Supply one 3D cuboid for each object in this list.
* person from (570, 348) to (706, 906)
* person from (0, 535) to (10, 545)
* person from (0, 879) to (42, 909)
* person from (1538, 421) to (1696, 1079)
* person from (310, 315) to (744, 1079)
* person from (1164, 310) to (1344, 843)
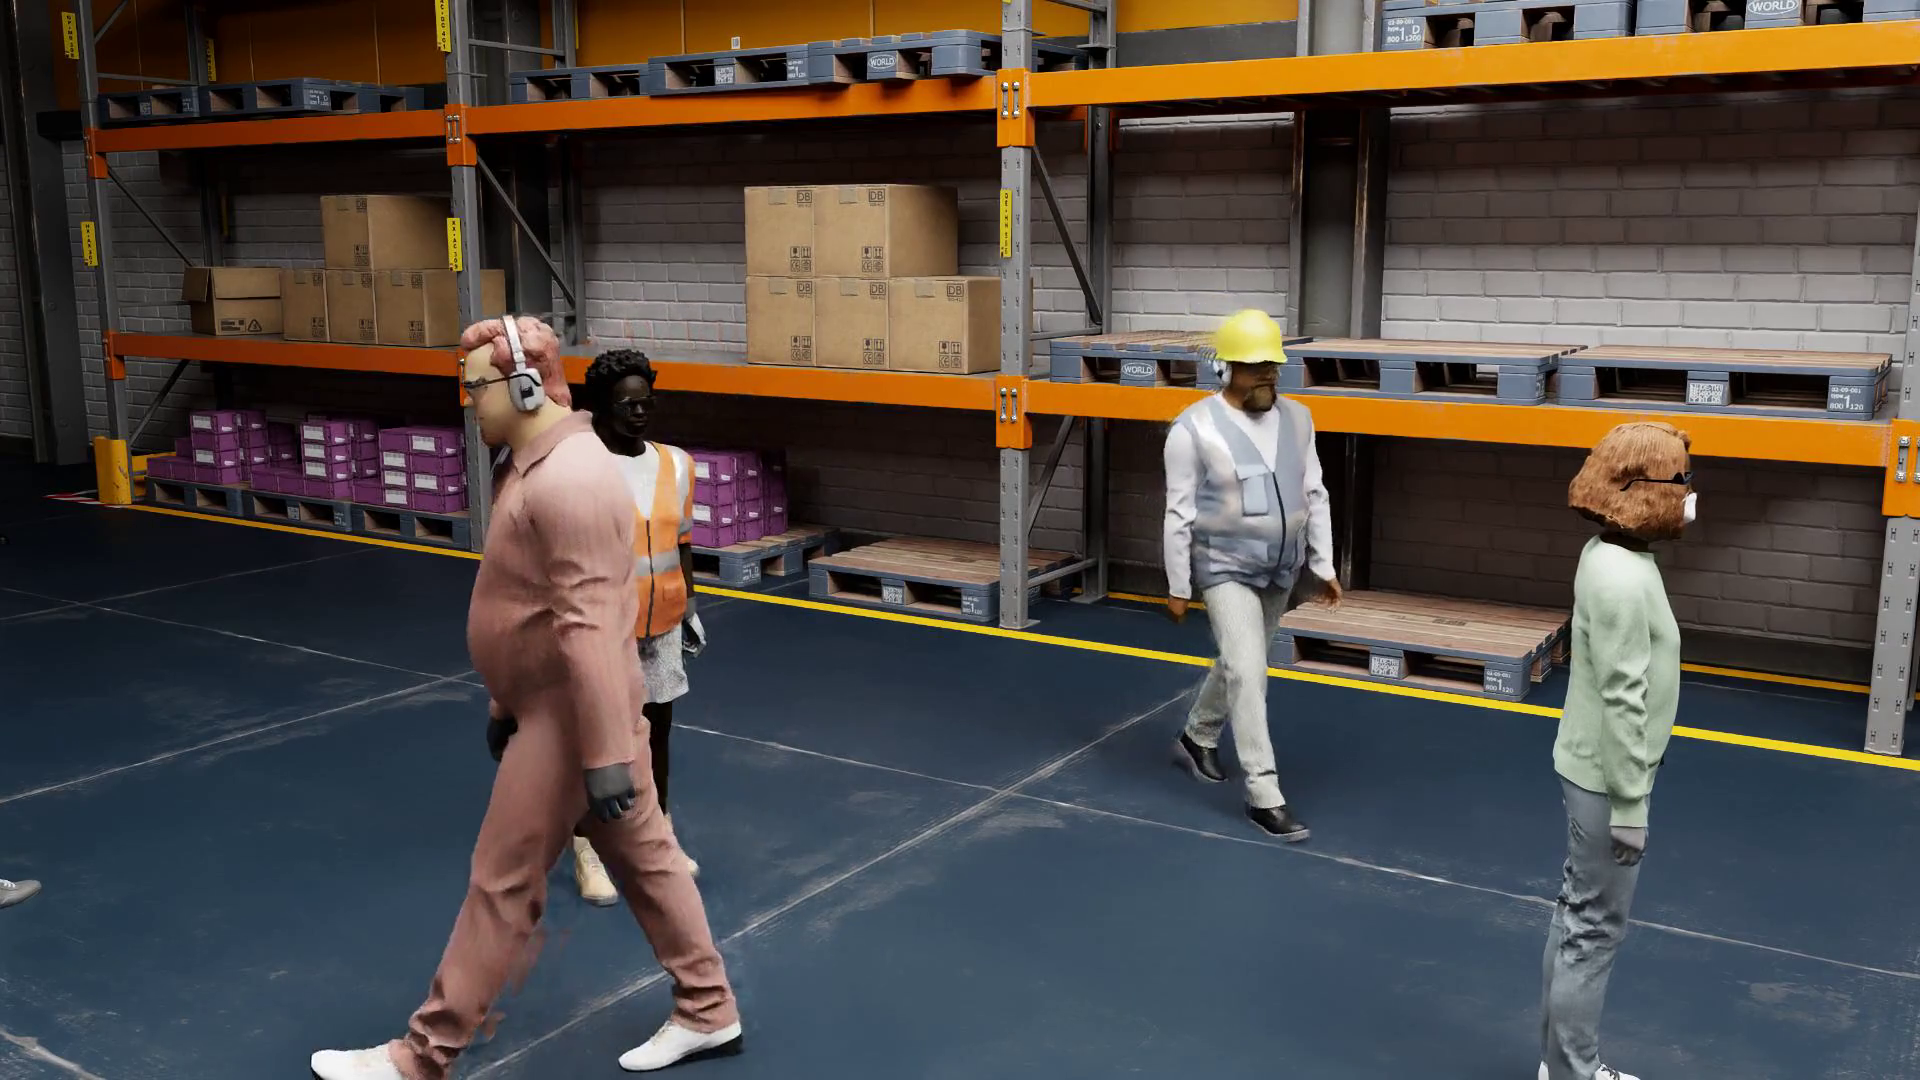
[{"bbox_3d":[-1.027,0.259,5.144,0.530,1.697,0.321,-9,14,-41],"label":"person"},{"bbox_3d":[-6.537,-0.891,10.854,0.359,1.939,0.543,3,11,19],"label":"person"},{"bbox_3d":[-3.128,0.223,4.924,0.564,1.850,0.390,4,11,19],"label":"person"},{"bbox_3d":[1.473,0.547,3.729,0.285,1.633,0.497,3,11,17],"label":"person"},{"bbox_3d":[-0.998,0.411,3.891,1.024,1.844,0.657,-3,11,-14],"label":"person"},{"bbox_3d":[0.998,0.081,5.892,0.596,1.796,0.911,-5,12,-28],"label":"person"}]
